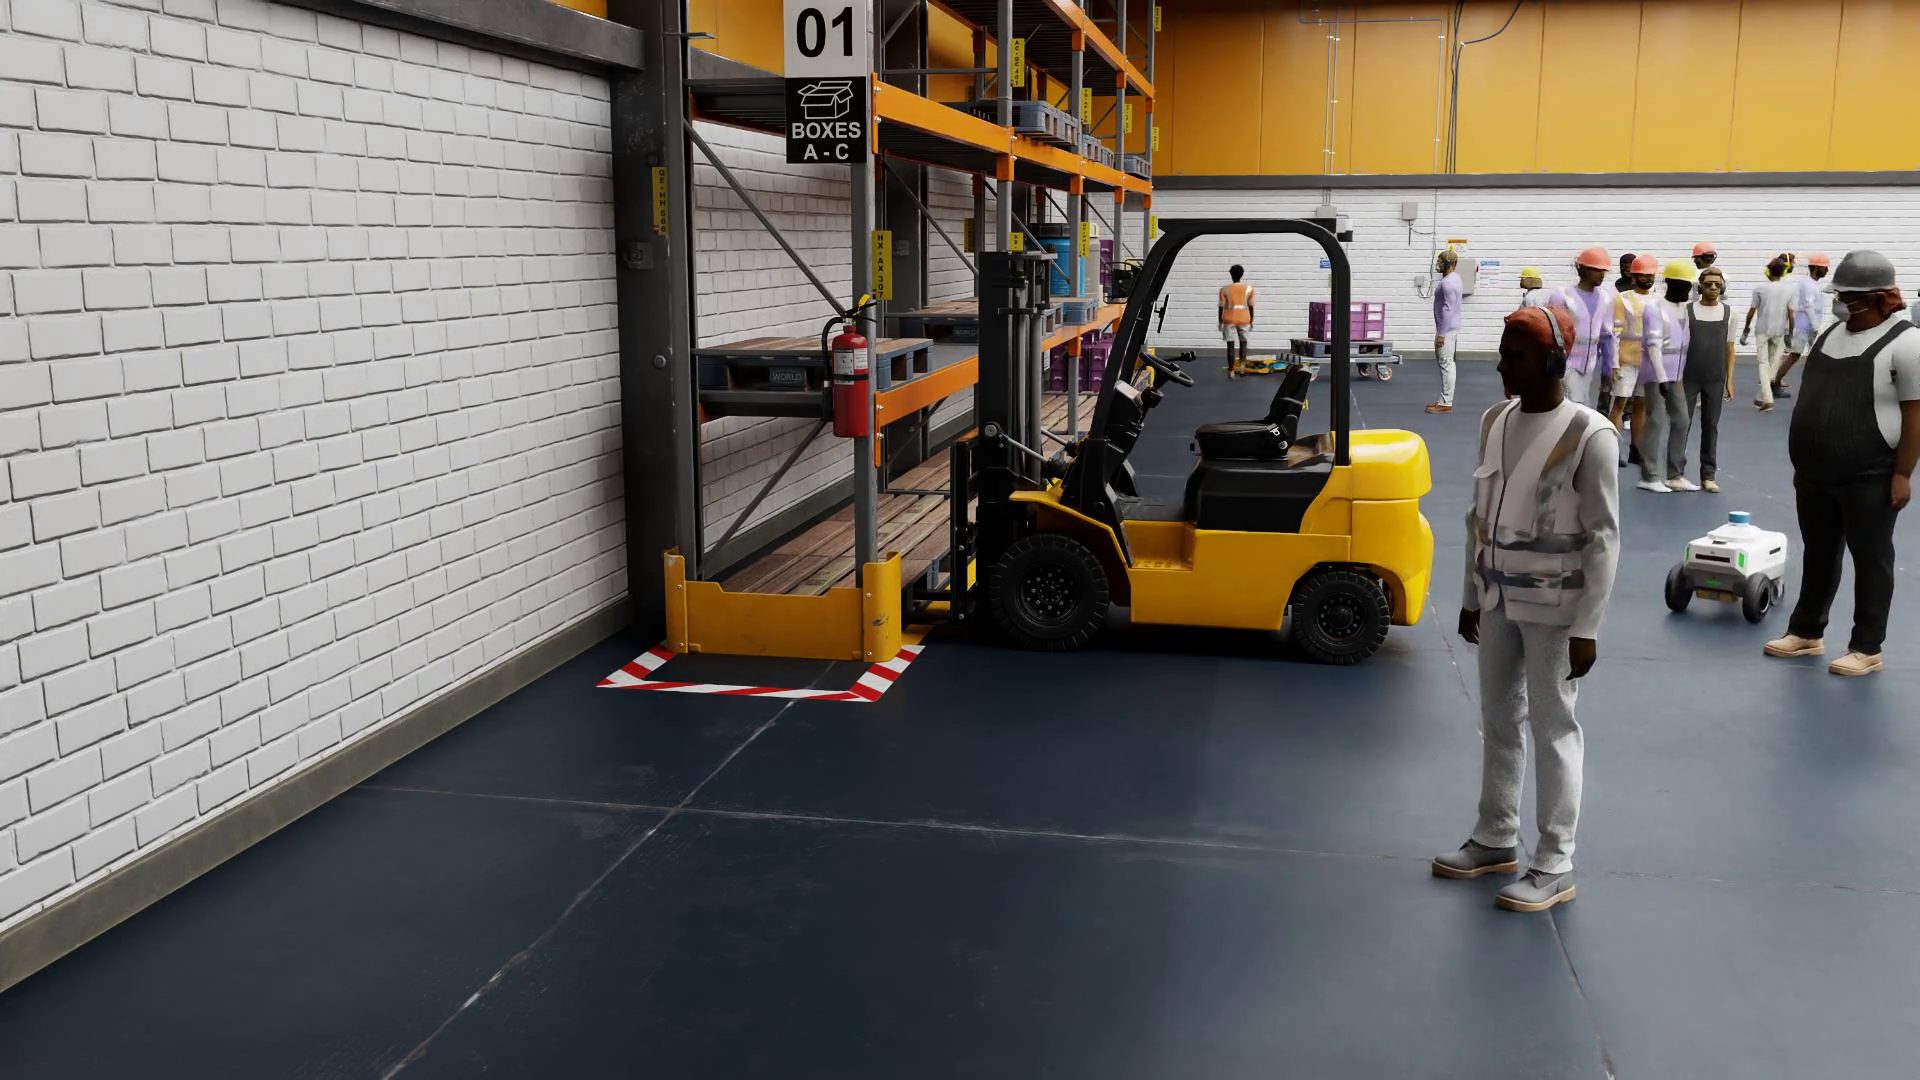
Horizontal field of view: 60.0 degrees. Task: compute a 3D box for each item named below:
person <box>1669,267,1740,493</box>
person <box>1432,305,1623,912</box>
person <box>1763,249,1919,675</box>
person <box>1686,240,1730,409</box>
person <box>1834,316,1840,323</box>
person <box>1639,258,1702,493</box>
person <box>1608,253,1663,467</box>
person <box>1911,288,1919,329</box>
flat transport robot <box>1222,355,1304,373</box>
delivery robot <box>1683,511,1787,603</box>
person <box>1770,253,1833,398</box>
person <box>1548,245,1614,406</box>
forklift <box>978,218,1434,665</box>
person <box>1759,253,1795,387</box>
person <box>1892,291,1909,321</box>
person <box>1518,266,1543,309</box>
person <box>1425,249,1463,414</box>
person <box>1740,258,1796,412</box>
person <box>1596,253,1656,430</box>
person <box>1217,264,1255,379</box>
[{"bbox_3d":[6.088,-1.306,13.644,0.506,1.847,0.345,2,11,11],"label":"person"},{"bbox_3d":[1.781,0.213,5.207,0.337,1.882,0.585,-4,11,-22],"label":"person"},{"bbox_3d":[4.265,-0.376,8.007,0.536,2.000,0.680,-3,11,-18],"label":"person"},{"bbox_3d":[8.922,-2.576,20.064,0.608,2.044,0.371,-1,10,-8],"label":"person"},{"bbox_3d":[9.864,-2.039,18.390,0.530,1.581,0.879,2,10,9],"label":"person"},{"bbox_3d":[5.805,-1.334,13.599,0.607,1.917,0.459,-6,12,-30],"label":"person"},{"bbox_3d":[6.184,-1.633,15.180,0.542,1.939,0.359,-3,11,-14],"label":"person"},{"bbox_3d":[11.847,-2.403,20.293,0.502,1.604,0.696,0,10,0],"label":"person"},{"bbox_3d":[4.714,-2.741,25.826,0.652,0.197,1.431,8,13,39],"label":"flat transport robot"},{"bbox_3d":[4.341,0.084,9.304,0.477,0.478,0.707,10,14,43],"label":"delivery robot"},{"bbox_3d":[10.961,-2.742,21.418,0.960,1.895,0.554,10,14,43],"label":"person"},{"bbox_3d":[5.198,-1.449,13.940,0.624,2.012,0.625,-4,11,-23],"label":"person"},{"bbox_3d":[1.285,-0.567,8.635,2.313,2.155,1.214,2,11,11],"label":"forklift"},{"bbox_3d":[11.454,-3.069,23.267,0.309,1.859,0.535,-1,10,-3],"label":"person"},{"bbox_3d":[9.107,-1.703,16.396,0.263,1.632,0.507,-2,10,-9],"label":"person"},{"bbox_3d":[6.842,-2.429,20.080,0.297,1.744,0.487,5,11,25],"label":"person"},{"bbox_3d":[5.764,-2.469,19.764,0.372,1.940,0.630,4,11,19],"label":"person"},{"bbox_3d":[9.729,-2.461,20.035,0.514,1.830,0.852,1,10,3],"label":"person"},{"bbox_3d":[7.212,-2.140,18.096,0.587,1.890,0.392,5,12,26],"label":"person"},{"bbox_3d":[4.070,-3.221,24.571,0.550,1.678,0.500,1,10,3],"label":"person"}]
